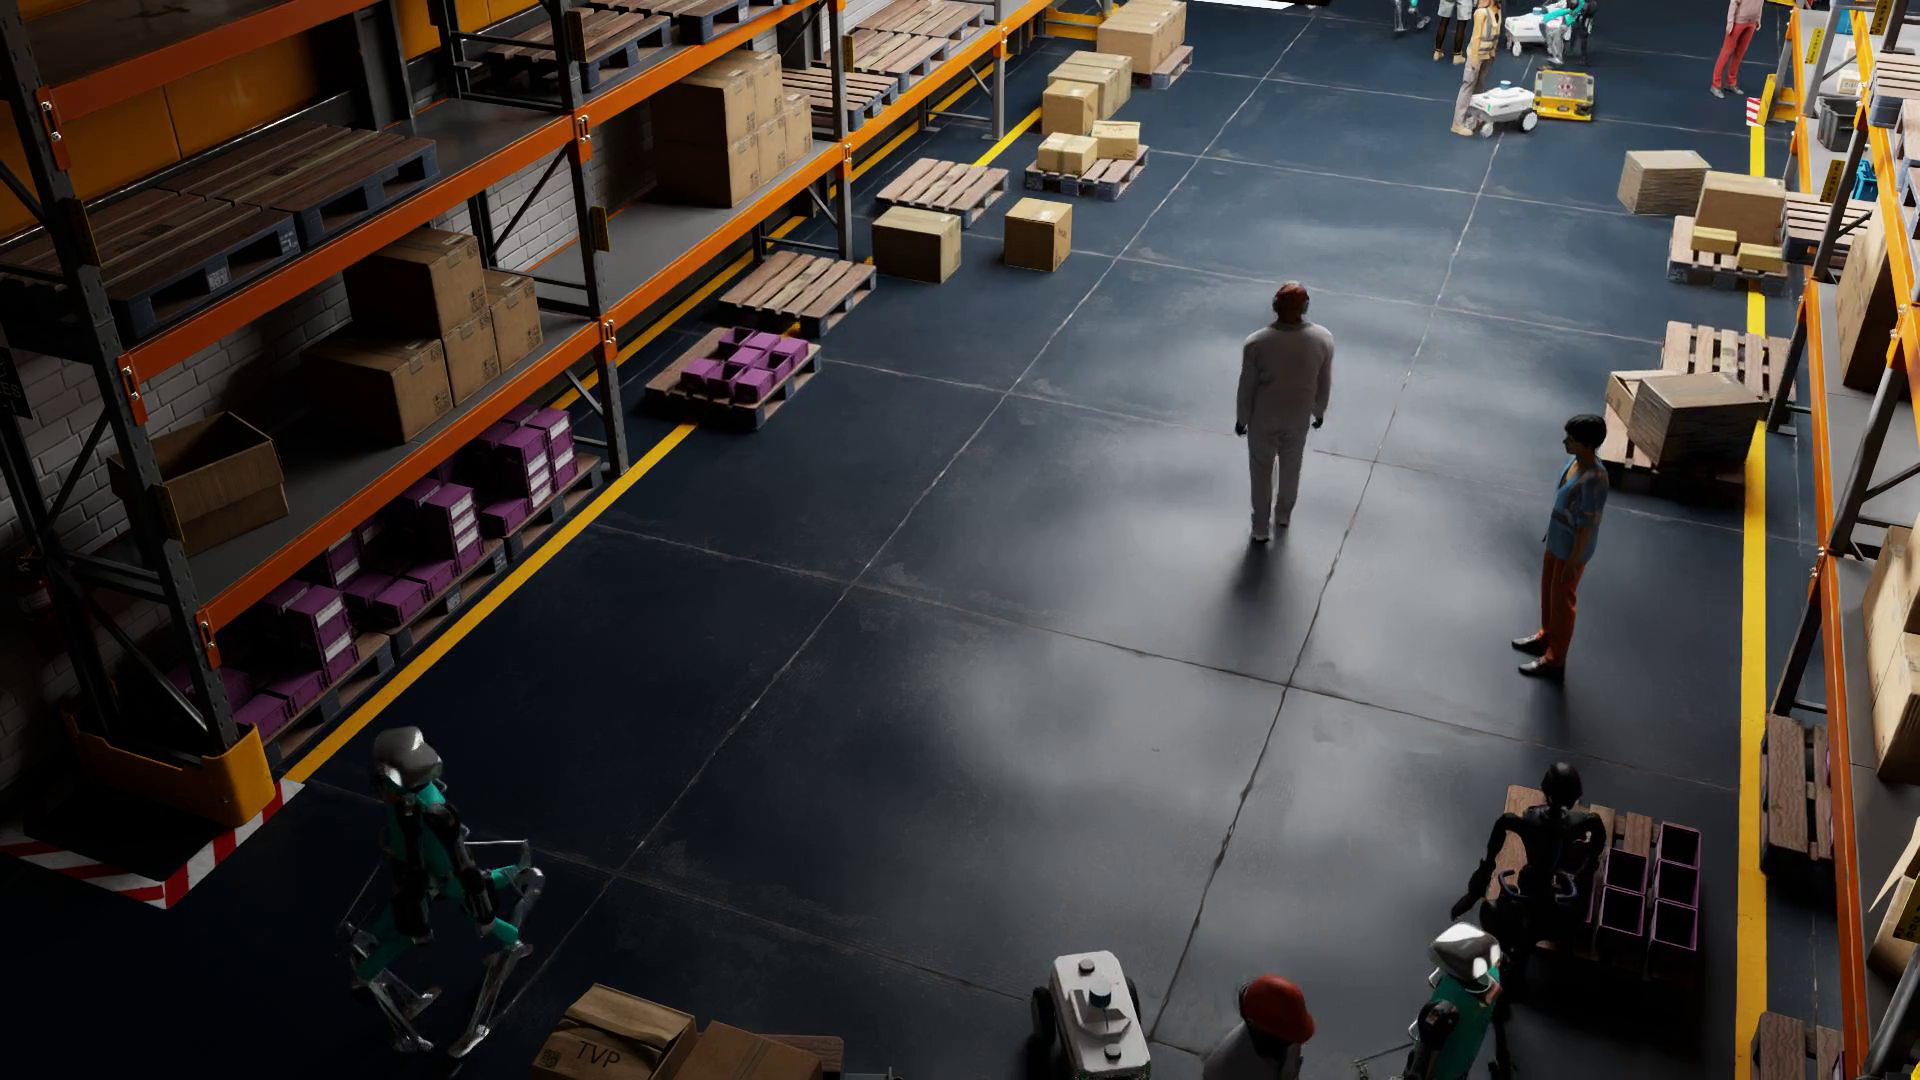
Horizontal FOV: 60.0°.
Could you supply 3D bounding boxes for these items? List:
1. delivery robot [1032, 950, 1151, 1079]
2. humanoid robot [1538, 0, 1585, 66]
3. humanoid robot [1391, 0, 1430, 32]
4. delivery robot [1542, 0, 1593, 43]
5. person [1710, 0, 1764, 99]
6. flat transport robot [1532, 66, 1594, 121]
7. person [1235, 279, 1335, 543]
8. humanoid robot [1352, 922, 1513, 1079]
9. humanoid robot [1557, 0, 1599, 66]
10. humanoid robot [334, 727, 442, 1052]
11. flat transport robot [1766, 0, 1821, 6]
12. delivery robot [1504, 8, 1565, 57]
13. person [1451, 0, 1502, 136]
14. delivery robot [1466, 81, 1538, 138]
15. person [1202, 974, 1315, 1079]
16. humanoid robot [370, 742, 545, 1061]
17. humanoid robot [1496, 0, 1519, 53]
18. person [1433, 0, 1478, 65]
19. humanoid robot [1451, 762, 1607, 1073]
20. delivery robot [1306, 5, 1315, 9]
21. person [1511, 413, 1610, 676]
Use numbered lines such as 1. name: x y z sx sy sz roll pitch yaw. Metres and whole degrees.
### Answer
1. delivery robot: 0.641 2.294 7.795 0.499 0.613 0.814 -5 33 -8
2. humanoid robot: 7.537 -6.685 20.665 0.763 1.866 0.530 23 39 31
3. humanoid robot: 5.966 -7.428 21.734 0.534 1.721 1.007 27 42 35
4. delivery robot: 8.063 -6.945 22.086 0.808 0.606 0.499 -20 38 -27
5. person: 9.308 -6.148 19.727 0.532 1.767 0.310 -14 36 -21
6. flat transport robot: 7.188 -5.320 19.825 0.659 0.231 1.431 10 34 15
7. person: 2.214 -0.864 11.470 0.658 1.929 0.534 -6 33 -8
8. humanoid robot: 1.781 2.176 6.822 0.654 1.743 0.541 28 42 36
9. humanoid robot: 7.823 -6.788 20.798 0.450 1.654 0.593 11 35 17
10. humanoid robot: -2.664 1.651 7.675 0.703 1.762 0.538 -9 34 -14
11. flat transport robot: 12.081 -7.852 23.744 1.431 0.231 0.659 -25 40 -33
12. delivery robot: 7.443 -6.555 21.488 0.783 0.611 0.525 -1 33 -1
13. person: 5.851 -5.421 18.601 0.342 1.769 0.460 28 42 36
14. delivery robot: 6.187 -4.919 18.959 0.818 0.614 0.499 -15 36 -22
15. person: 1.136 2.328 6.636 0.575 1.733 0.530 -27 41 -35
16. humanoid robot: -2.228 1.564 7.842 0.538 1.776 0.922 24 40 32
17. humanoid robot: 6.856 -7.062 21.226 0.608 1.644 0.349 2 33 3
18. person: 6.260 -6.835 20.862 0.534 1.693 0.320 24 40 32
19. humanoid robot: 2.628 1.709 7.705 0.601 1.650 0.753 0 33 -1
20. delivery robot: 4.731 -7.820 23.441 0.794 0.606 0.499 20 38 27
21. person: 3.706 0.024 10.184 0.332 1.758 0.501 2 33 3
